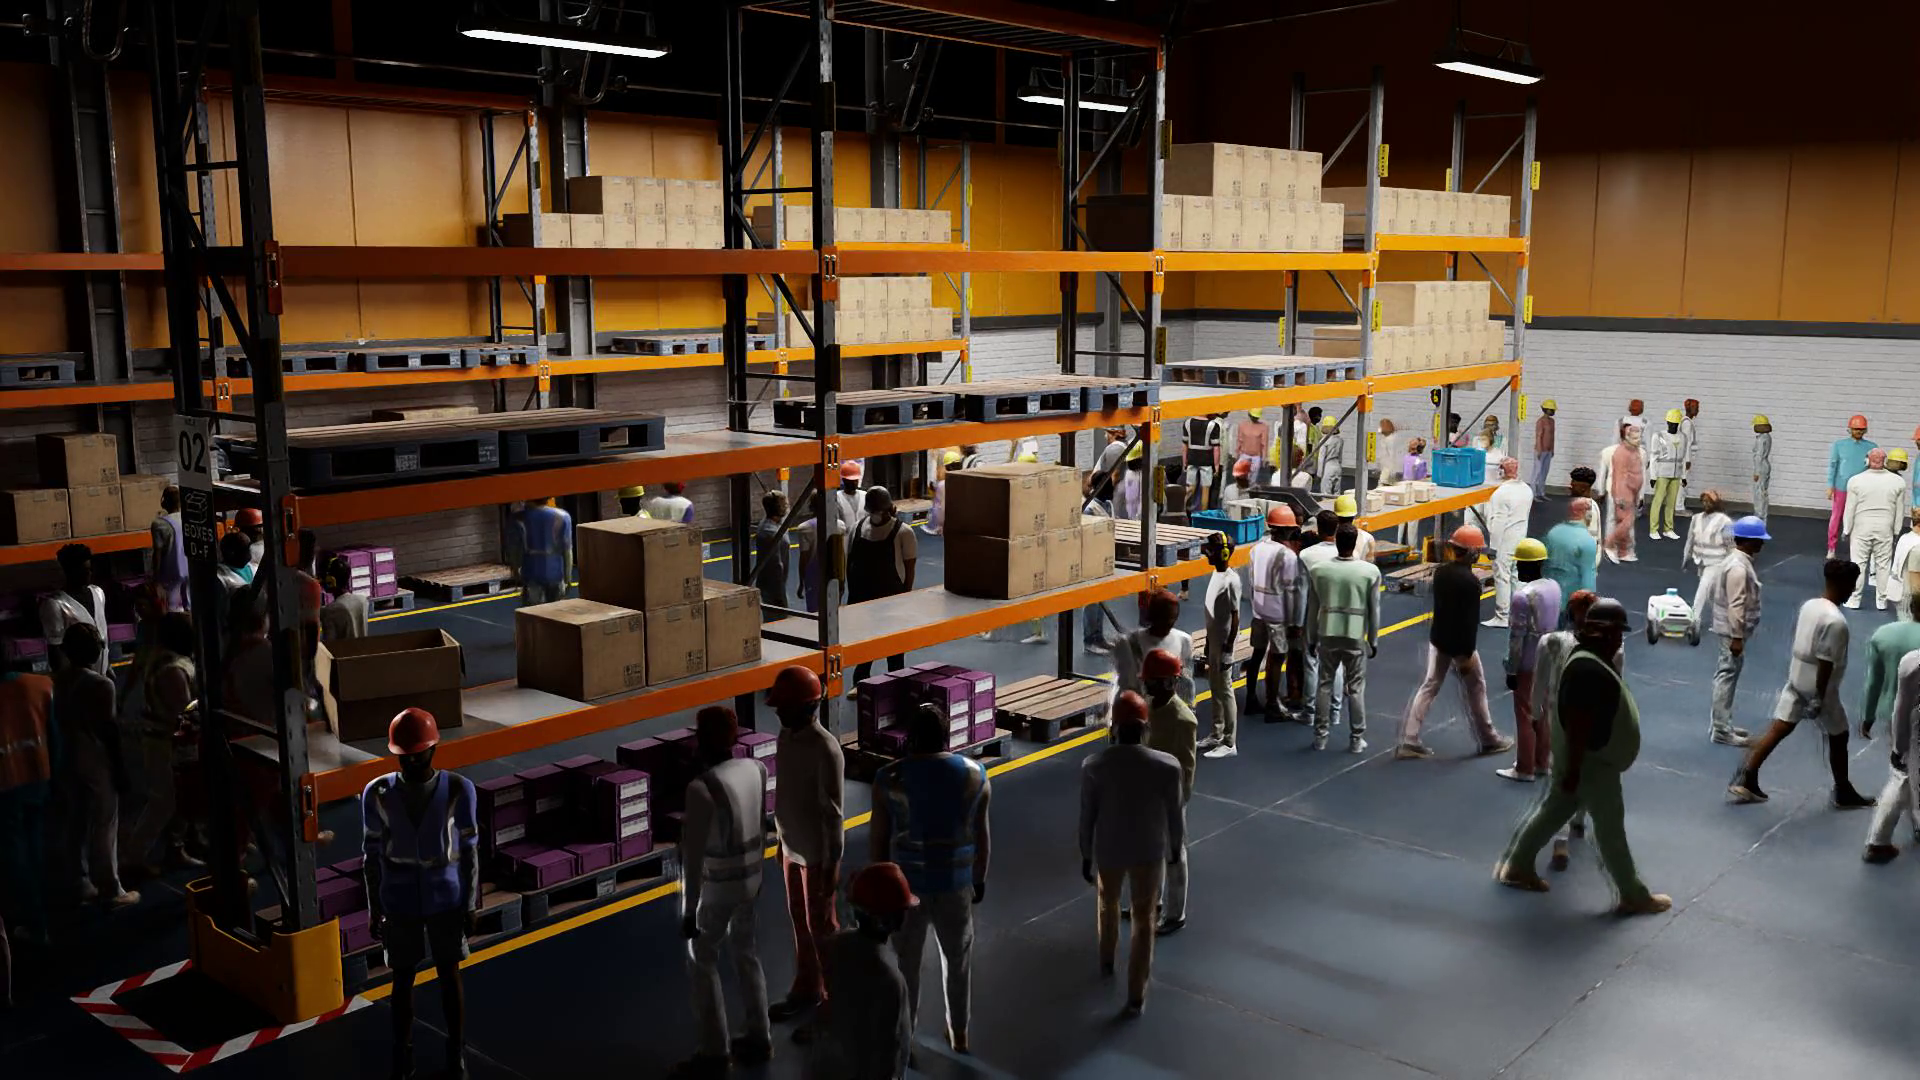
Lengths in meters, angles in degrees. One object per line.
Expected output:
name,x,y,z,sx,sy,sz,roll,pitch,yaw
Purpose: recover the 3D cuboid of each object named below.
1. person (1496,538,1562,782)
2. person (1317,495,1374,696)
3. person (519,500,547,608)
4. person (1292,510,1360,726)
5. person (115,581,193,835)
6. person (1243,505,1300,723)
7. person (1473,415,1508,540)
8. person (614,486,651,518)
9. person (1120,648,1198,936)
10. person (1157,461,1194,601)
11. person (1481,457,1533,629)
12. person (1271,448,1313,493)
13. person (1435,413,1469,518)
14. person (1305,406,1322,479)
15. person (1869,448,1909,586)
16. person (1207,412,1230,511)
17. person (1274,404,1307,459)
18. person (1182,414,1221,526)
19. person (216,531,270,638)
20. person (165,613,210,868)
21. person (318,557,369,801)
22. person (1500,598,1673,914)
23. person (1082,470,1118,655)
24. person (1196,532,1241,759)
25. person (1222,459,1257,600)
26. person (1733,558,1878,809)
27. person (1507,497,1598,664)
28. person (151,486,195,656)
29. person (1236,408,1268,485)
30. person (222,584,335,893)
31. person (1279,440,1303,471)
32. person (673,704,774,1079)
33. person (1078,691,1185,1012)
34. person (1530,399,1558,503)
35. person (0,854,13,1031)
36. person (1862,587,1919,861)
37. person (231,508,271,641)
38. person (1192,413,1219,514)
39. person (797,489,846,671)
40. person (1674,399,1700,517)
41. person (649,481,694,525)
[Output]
person,4.470,0.937,13.075,0.582,1.919,0.395,-8,12,-38
person,3.548,0.532,15.444,0.594,1.926,0.366,0,10,-3
person,-4.504,0.317,17.640,0.506,1.625,0.278,6,11,32
person,3.210,0.686,14.600,0.600,1.906,0.414,-3,10,-19
person,-5.704,1.188,11.827,0.578,1.821,0.554,9,13,42
person,2.802,0.651,14.759,0.409,1.927,0.546,-5,11,-29
person,7.725,-0.908,24.289,0.505,1.845,0.346,4,10,22
person,-3.228,0.340,16.637,0.408,1.918,0.584,-2,10,-11
person,1.210,1.512,10.114,0.326,1.752,0.559,-4,10,-24
person,2.548,-0.099,19.938,0.532,1.690,0.322,-2,10,-12
person,6.073,0.028,18.531,0.651,1.902,0.403,-8,13,-41
person,4.104,-0.243,20.509,0.577,1.777,0.999,7,12,37
person,7.904,-1.231,26.788,0.532,1.662,0.870,1,10,7
person,5.815,-1.361,27.436,0.318,1.696,0.533,3,10,20
person,11.679,-0.285,20.880,0.322,1.741,0.490,8,13,41
person,3.978,-1.206,25.620,0.391,1.995,0.613,1,10,5
person,5.190,-1.248,26.215,0.575,1.879,0.354,9,13,42
person,3.700,-1.189,25.438,0.613,2.029,0.407,5,11,30
person,-5.988,0.838,13.880,0.429,1.841,0.634,2,10,14
person,-5.202,1.339,11.209,0.330,1.732,0.496,0,10,-1
person,-4.645,1.046,12.591,0.323,1.860,0.516,3,10,20
person,3.969,1.298,10.538,1.029,2.000,0.700,3,10,17
person,1.442,0.221,17.325,0.392,1.922,0.591,4,10,24
person,2.125,0.858,13.675,0.328,1.872,0.515,-2,10,-12
person,3.361,-0.103,19.808,0.577,1.739,0.409,9,13,43
person,6.307,1.065,12.360,1.027,1.915,0.619,0,10,0
person,5.692,0.522,15.708,0.822,1.871,0.684,-3,10,-18
person,-7.838,0.373,16.683,0.353,1.835,0.518,7,12,37
person,4.807,-1.375,27.417,0.530,1.736,0.454,3,10,16
person,-4.581,1.239,10.888,0.686,2.000,1.077,5,11,29
person,4.320,-0.471,21.939,0.341,1.760,0.525,8,13,41
person,-1.176,1.743,8.374,0.361,1.877,0.679,5,11,29
person,0.951,1.671,9.259,0.580,1.718,0.820,1,10,6
person,9.922,-1.514,28.176,0.526,1.758,0.342,-9,13,-42
person,-5.240,1.734,8.754,0.312,1.768,0.524,-2,10,-13
person,6.585,1.233,11.400,1.036,1.879,0.656,-5,11,-29
person,-6.211,0.653,14.732,0.387,1.929,0.543,4,10,22
person,3.821,-1.195,25.637,0.460,1.978,0.620,8,12,40
person,-1.370,0.414,16.412,0.505,1.840,0.345,-5,11,-26
person,11.637,-1.325,26.659,0.339,1.882,0.584,3,10,17
person,-3.152,0.143,18.218,0.568,1.788,0.988,4,10,21
